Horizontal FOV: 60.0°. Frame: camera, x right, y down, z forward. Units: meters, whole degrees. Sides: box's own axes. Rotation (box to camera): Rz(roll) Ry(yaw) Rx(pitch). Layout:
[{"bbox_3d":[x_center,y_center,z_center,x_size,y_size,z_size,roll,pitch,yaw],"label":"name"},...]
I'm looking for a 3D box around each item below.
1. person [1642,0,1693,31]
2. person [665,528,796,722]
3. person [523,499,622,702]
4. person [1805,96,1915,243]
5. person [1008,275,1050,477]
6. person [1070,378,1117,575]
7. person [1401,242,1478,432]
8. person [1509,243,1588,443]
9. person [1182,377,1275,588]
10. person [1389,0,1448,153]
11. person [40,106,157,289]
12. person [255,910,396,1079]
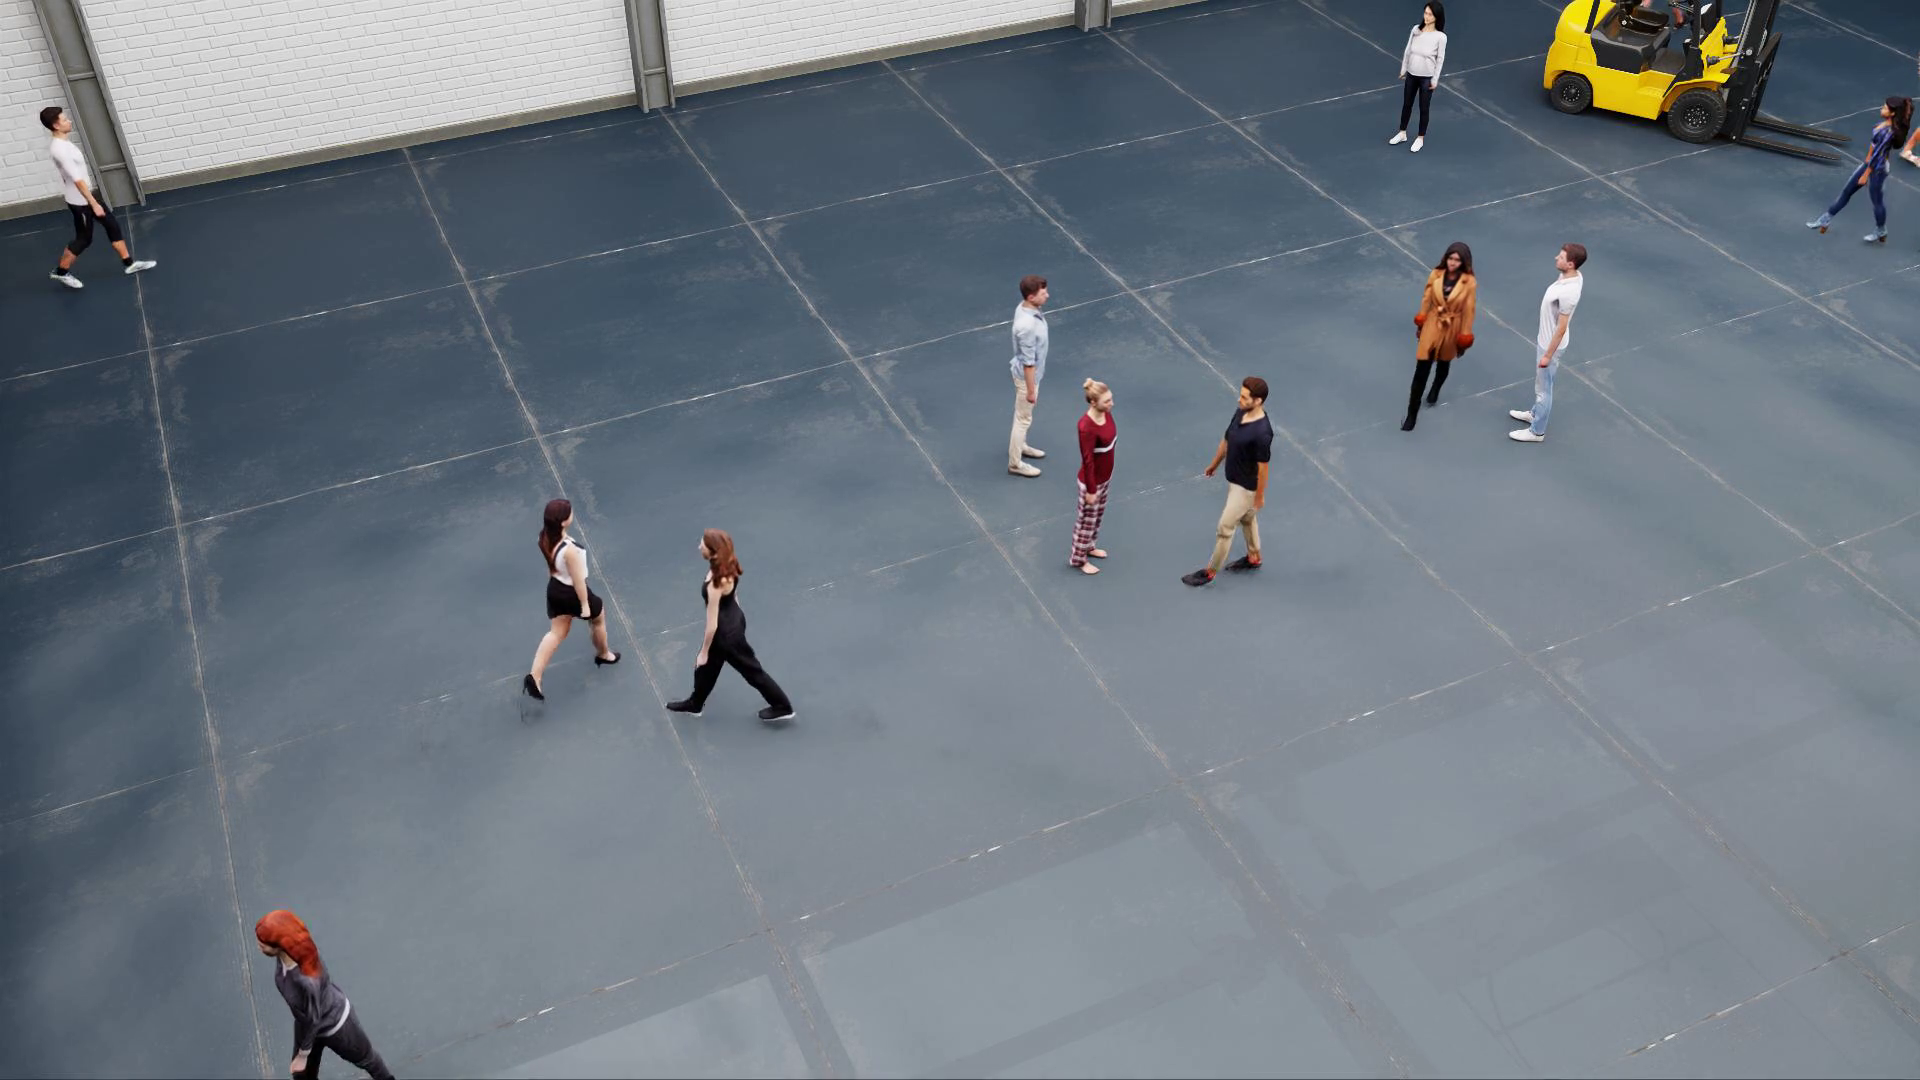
[{"bbox_3d":[9.005,-7.334,21.276,1.108,1.814,0.640,-16,41,-19],"label":"person"},{"bbox_3d":[-1.495,0.646,11.378,1.220,1.696,0.906,-1,39,-1],"label":"person"},{"bbox_3d":[-2.822,0.446,11.692,0.879,1.617,1.143,26,46,29],"label":"person"},{"bbox_3d":[9.398,-3.735,16.960,1.095,1.576,1.027,12,40,15],"label":"person"},{"bbox_3d":[0.556,-1.388,13.804,0.721,1.848,0.718,3,39,4],"label":"person"},{"bbox_3d":[1.037,-0.504,12.819,0.737,1.696,0.660,15,41,18],"label":"person"},{"bbox_3d":[4.225,-1.812,14.490,1.131,1.654,1.273,19,42,22],"label":"person"},{"bbox_3d":[5.057,-1.690,14.179,0.765,1.851,0.713,12,40,14],"label":"person"},{"bbox_3d":[2.241,-0.460,12.657,1.009,1.829,0.803,-6,39,-7],"label":"person"},{"bbox_3d":[5.207,-5.238,18.743,0.693,1.700,0.675,30,47,32],"label":"person"},{"bbox_3d":[-8.668,-3.306,16.221,1.179,1.828,0.658,-16,41,-20],"label":"person"},{"bbox_3d":[-3.336,2.549,8.953,0.773,1.749,0.981,31,48,33],"label":"person"}]
